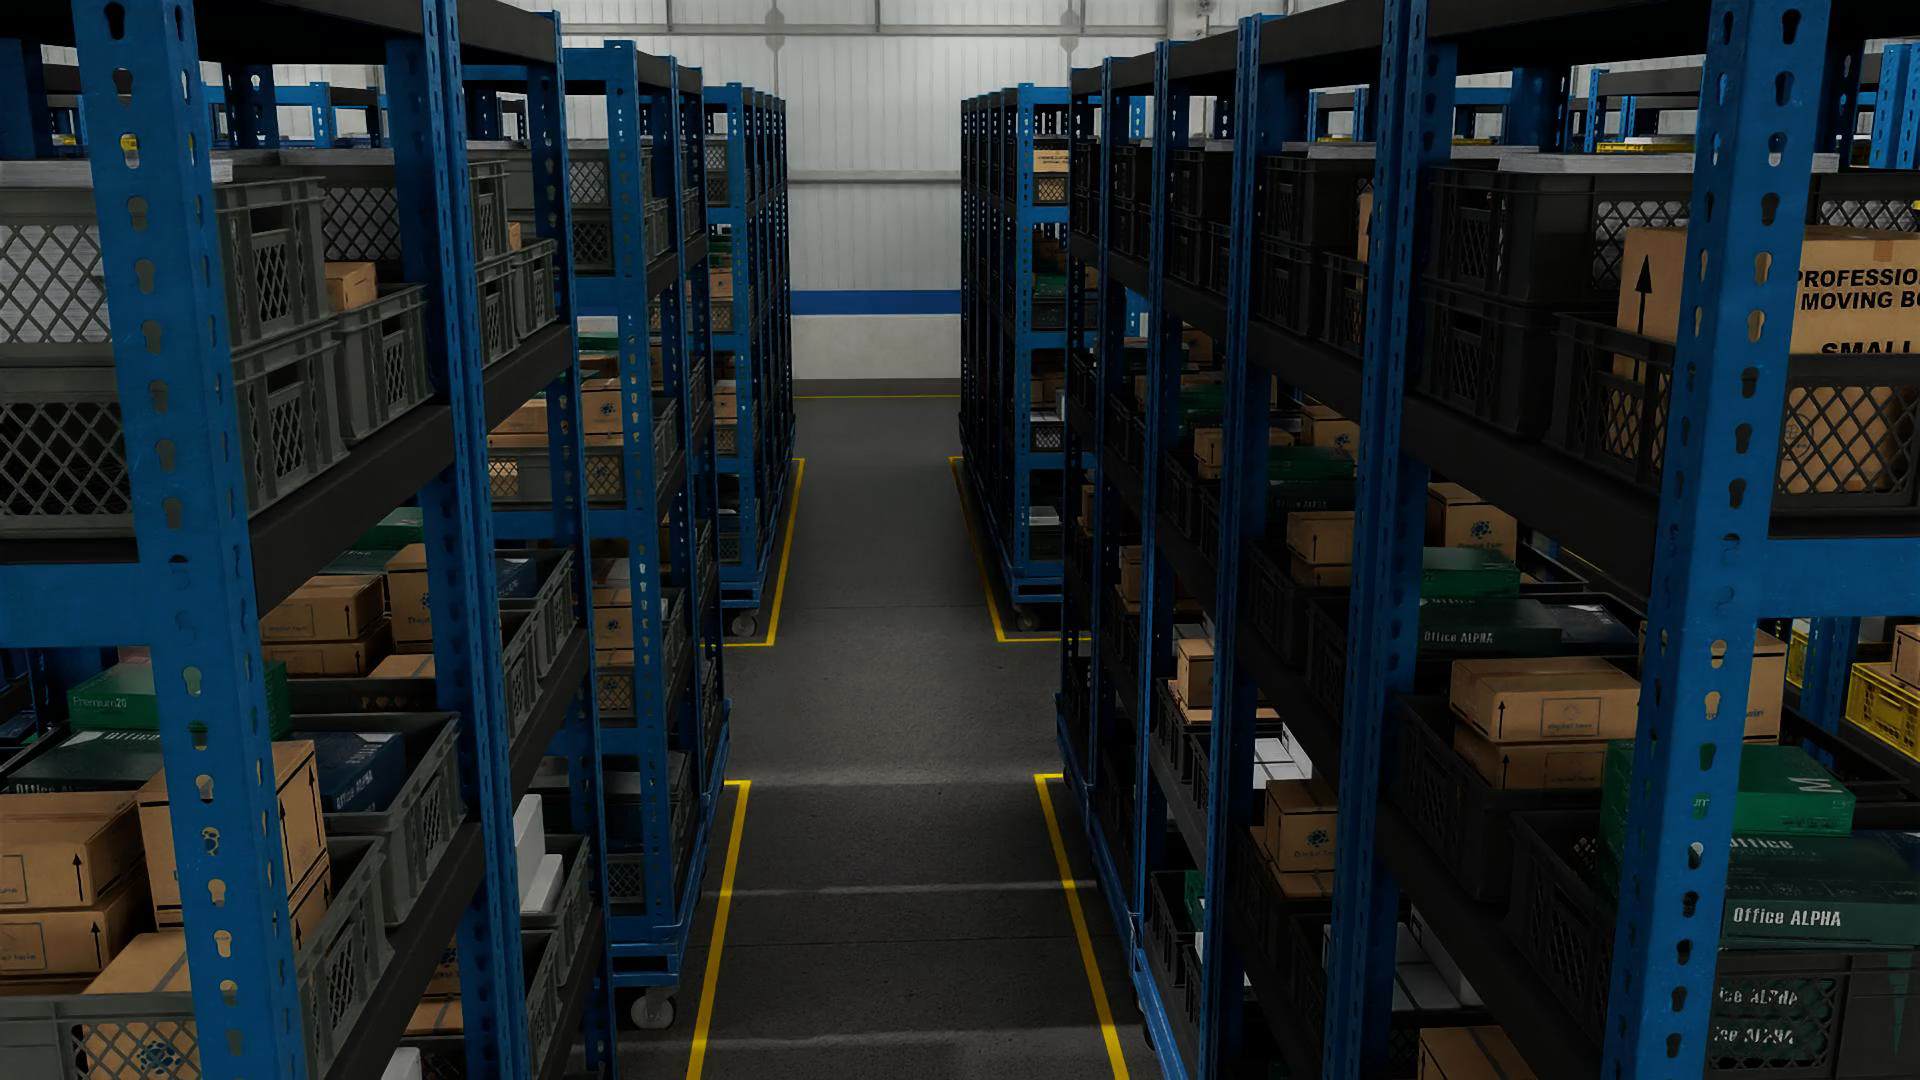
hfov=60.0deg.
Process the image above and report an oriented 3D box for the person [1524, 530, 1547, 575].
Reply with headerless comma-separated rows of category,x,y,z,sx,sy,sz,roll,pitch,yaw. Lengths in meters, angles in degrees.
person,4.529,-0.620,12.273,0.618,1.946,1.019,-5,15,-18
